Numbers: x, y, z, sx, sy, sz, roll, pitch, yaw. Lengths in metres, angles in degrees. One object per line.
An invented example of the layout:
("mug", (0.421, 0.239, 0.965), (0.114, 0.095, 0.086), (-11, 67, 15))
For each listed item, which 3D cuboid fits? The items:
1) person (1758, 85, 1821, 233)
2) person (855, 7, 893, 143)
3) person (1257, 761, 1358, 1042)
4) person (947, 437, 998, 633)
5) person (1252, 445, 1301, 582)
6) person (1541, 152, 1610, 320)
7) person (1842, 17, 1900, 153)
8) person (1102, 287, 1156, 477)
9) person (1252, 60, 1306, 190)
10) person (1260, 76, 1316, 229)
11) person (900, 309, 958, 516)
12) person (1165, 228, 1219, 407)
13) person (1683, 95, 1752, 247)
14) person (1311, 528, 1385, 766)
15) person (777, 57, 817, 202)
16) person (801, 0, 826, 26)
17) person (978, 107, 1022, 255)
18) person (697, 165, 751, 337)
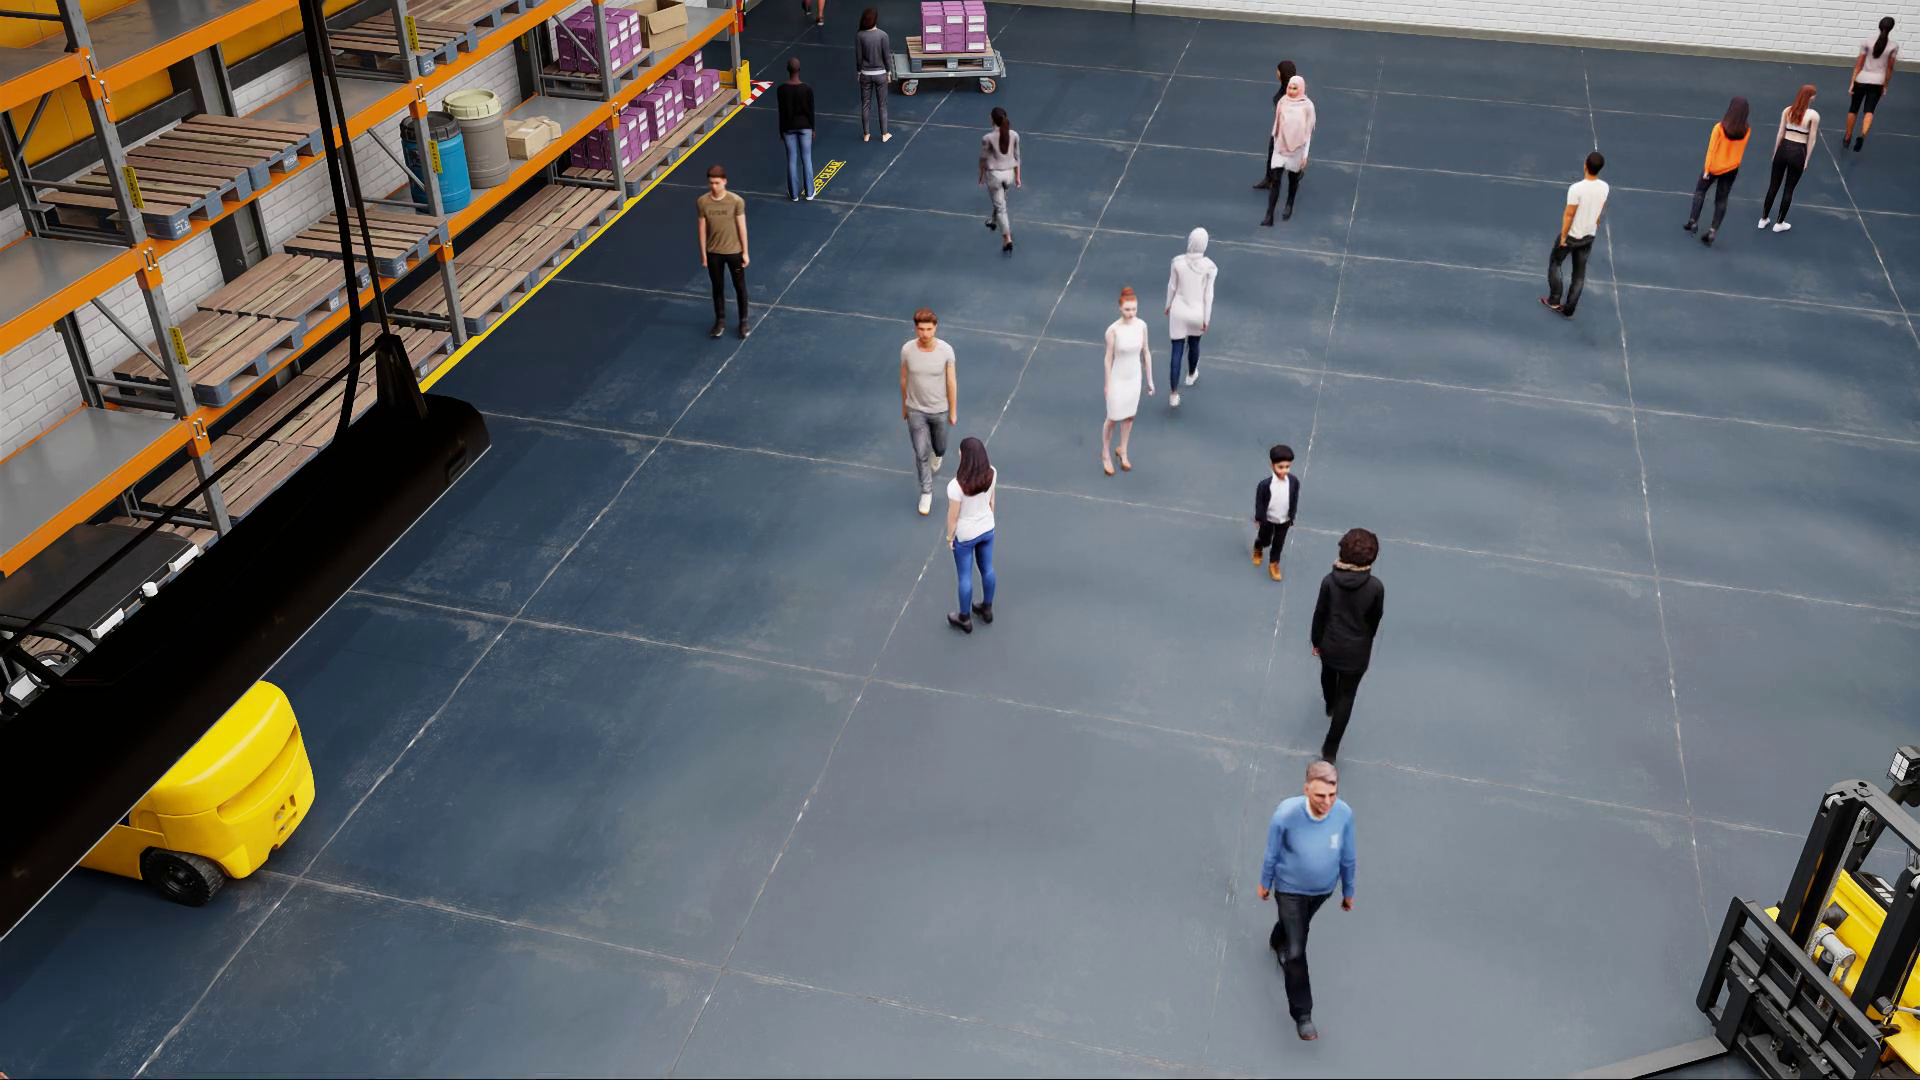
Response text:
("person", (9.756, -4.494, 19.558), (0.683, 1.740, 0.663), (-27, 42, -34))
("person", (-1.145, -6.177, 22.063), (0.651, 1.768, 0.578), (3, 34, 4))
("person", (2.018, 1.962, 9.819), (0.992, 1.768, 1.245), (-6, 34, -8))
("person", (0.112, -0.041, 12.909), (0.662, 1.683, 0.732), (-20, 38, -27))
("person", (2.580, -0.259, 13.659), (0.622, 1.217, 0.702), (-5, 34, -7))
("person", (6.558, -3.174, 17.529), (0.794, 1.787, 0.844), (-7, 34, -10))
("person", (11.846, -5.901, 21.686), (0.691, 1.727, 1.031), (13, 36, 19))
("person", (1.466, -1.440, 14.916), (0.682, 1.791, 0.728), (-14, 36, -20))
("person", (4.036, -5.092, 20.562), (0.823, 1.624, 0.878), (-4, 34, -6))
("person", (3.946, -4.619, 19.728), (0.784, 1.759, 1.181), (14, 36, 20))
("person", (-0.274, -1.186, 14.458), (0.788, 1.875, 1.102), (2, 34, 3))
("person", (2.164, -2.103, 15.961), (0.643, 1.740, 1.114), (9, 35, 13))
("person", (8.810, -4.220, 19.157), (0.765, 1.727, 0.879), (-2, 34, -3))
("person", (2.686, 0.784, 11.624), (0.690, 1.732, 1.134), (11, 35, 15))
("person", (-1.995, -5.023, 20.346), (0.669, 1.748, 0.655), (-3, 34, -5))
("person", (-2.300, -9.137, 26.463), (0.978, 1.827, 1.203), (-6, 34, -9))
("person", (0.479, -4.061, 19.020), (1.058, 1.614, 1.182), (-14, 36, -19))
("person", (-2.422, -3.001, 17.213), (0.708, 1.848, 0.646), (1, 34, 1))
